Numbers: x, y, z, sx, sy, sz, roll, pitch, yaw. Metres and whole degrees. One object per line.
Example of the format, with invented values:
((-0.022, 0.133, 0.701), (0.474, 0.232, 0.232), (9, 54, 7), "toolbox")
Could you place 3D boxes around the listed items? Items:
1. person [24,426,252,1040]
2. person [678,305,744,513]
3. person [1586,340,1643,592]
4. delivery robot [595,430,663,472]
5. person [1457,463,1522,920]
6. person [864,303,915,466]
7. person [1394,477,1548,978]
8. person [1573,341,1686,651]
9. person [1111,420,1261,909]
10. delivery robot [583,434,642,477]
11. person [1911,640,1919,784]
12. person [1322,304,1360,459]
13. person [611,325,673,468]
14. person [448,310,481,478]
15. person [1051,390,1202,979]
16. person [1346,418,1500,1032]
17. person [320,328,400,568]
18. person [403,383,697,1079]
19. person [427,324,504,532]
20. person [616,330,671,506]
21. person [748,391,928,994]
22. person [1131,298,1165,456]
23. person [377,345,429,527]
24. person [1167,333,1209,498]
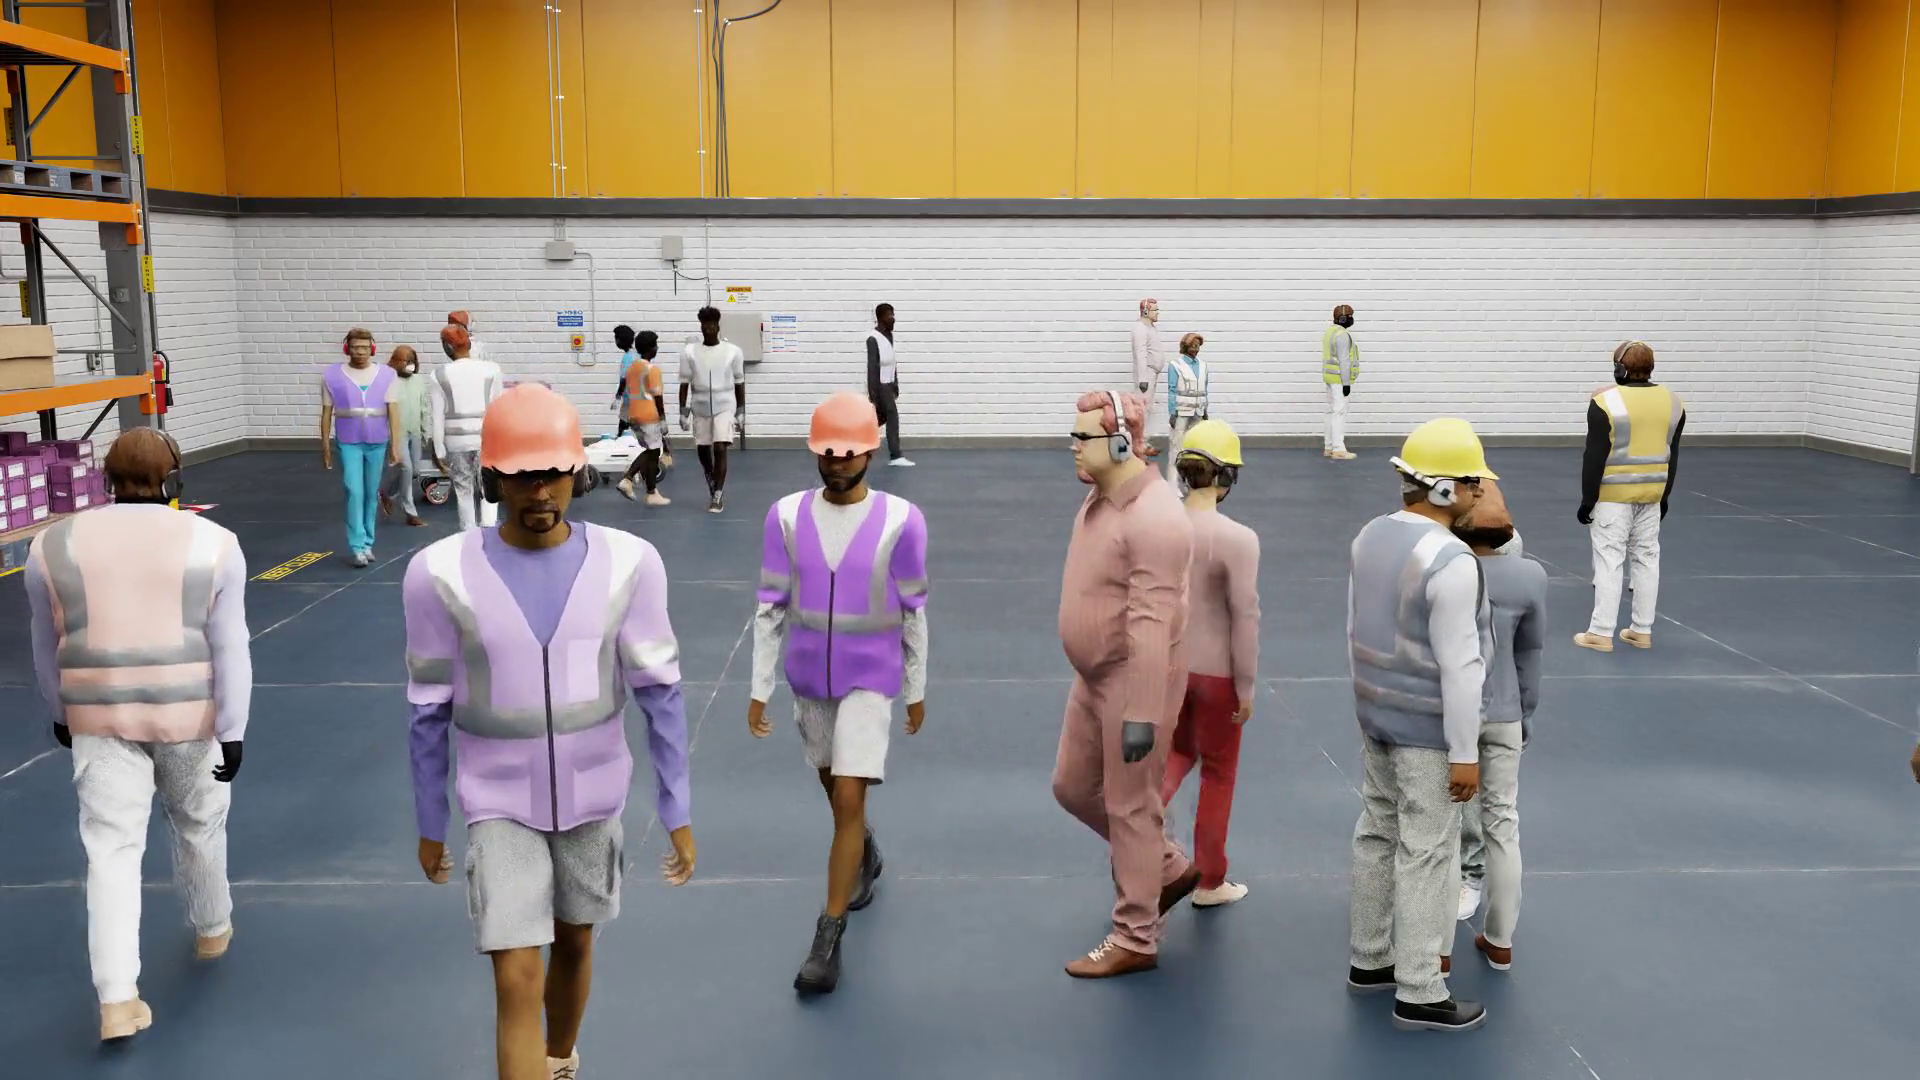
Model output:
((-2.495, 0.556, 5.098), (0.626, 1.799, 0.955), (-3, 10, -19), "person")
((-2.341, -1.260, 15.766), (0.611, 1.937, 0.848), (0, 9, -1), "person")
((4.694, -0.518, 11.743), (0.542, 1.768, 0.337), (7, 12, 37), "person")
((-3.528, -0.924, 17.636), (0.707, 0.478, 0.477), (-3, 10, -19), "delivery robot")
((1.690, 0.459, 5.837), (0.484, 1.735, 0.311), (8, 12, 41), "person")
((-0.950, -1.801, 19.249), (0.882, 1.890, 0.602), (3, 10, 18), "person")
((1.621, 0.591, 5.334), (0.498, 1.633, 0.284), (-2, 9, -12), "person")
((3.948, -0.256, 9.885), (0.626, 1.846, 0.429), (-3, 10, -15), "person")
((0.801, 0.454, 5.812), (0.489, 1.745, 0.540), (-9, 13, -44), "person")
((-3.655, -0.858, 17.232), (0.707, 0.478, 0.477), (-2, 9, -15), "delivery robot")
((3.047, 0.546, 4.732), (0.654, 1.916, 0.584), (2, 10, 14), "person")
((4.564, -1.894, 19.938), (0.429, 1.844, 0.625), (-1, 9, -4), "person")
((-3.665, -1.585, 18.668), (0.910, 1.640, 0.541), (-2, 9, -11), "person")
((-5.256, -1.552, 17.883), (0.984, 1.835, 0.598), (-6, 11, -35), "person")
((0.541, 0.466, 5.326), (0.462, 1.894, 0.661), (-3, 10, -15), "person")
((1.396, 0.545, 5.017), (0.403, 1.827, 0.599), (-3, 10, -15), "person")
((-4.522, -0.697, 12.670), (0.562, 1.809, 0.797), (-6, 11, -34), "person")
((-0.949, 0.638, 3.916), (0.630, 1.993, 1.002), (-4, 10, -21), "person")
((-3.721, -0.713, 12.662), (0.592, 1.859, 0.801), (-4, 10, -21), "person")
((-2.992, -1.150, 15.837), (0.386, 1.686, 0.542), (-6, 11, -34), "person")
((-0.388, 0.437, 5.539), (0.566, 1.893, 1.027), (2, 10, 13), "person")
((2.292, -1.985, 20.290), (0.409, 1.907, 0.651), (2, 10, 13), "person")
((-4.977, -0.933, 14.748), (0.630, 1.606, 0.513), (6, 11, 32), "person")
((2.265, -1.239, 16.539), (0.511, 1.639, 0.308), (-6, 11, -34), "person")
